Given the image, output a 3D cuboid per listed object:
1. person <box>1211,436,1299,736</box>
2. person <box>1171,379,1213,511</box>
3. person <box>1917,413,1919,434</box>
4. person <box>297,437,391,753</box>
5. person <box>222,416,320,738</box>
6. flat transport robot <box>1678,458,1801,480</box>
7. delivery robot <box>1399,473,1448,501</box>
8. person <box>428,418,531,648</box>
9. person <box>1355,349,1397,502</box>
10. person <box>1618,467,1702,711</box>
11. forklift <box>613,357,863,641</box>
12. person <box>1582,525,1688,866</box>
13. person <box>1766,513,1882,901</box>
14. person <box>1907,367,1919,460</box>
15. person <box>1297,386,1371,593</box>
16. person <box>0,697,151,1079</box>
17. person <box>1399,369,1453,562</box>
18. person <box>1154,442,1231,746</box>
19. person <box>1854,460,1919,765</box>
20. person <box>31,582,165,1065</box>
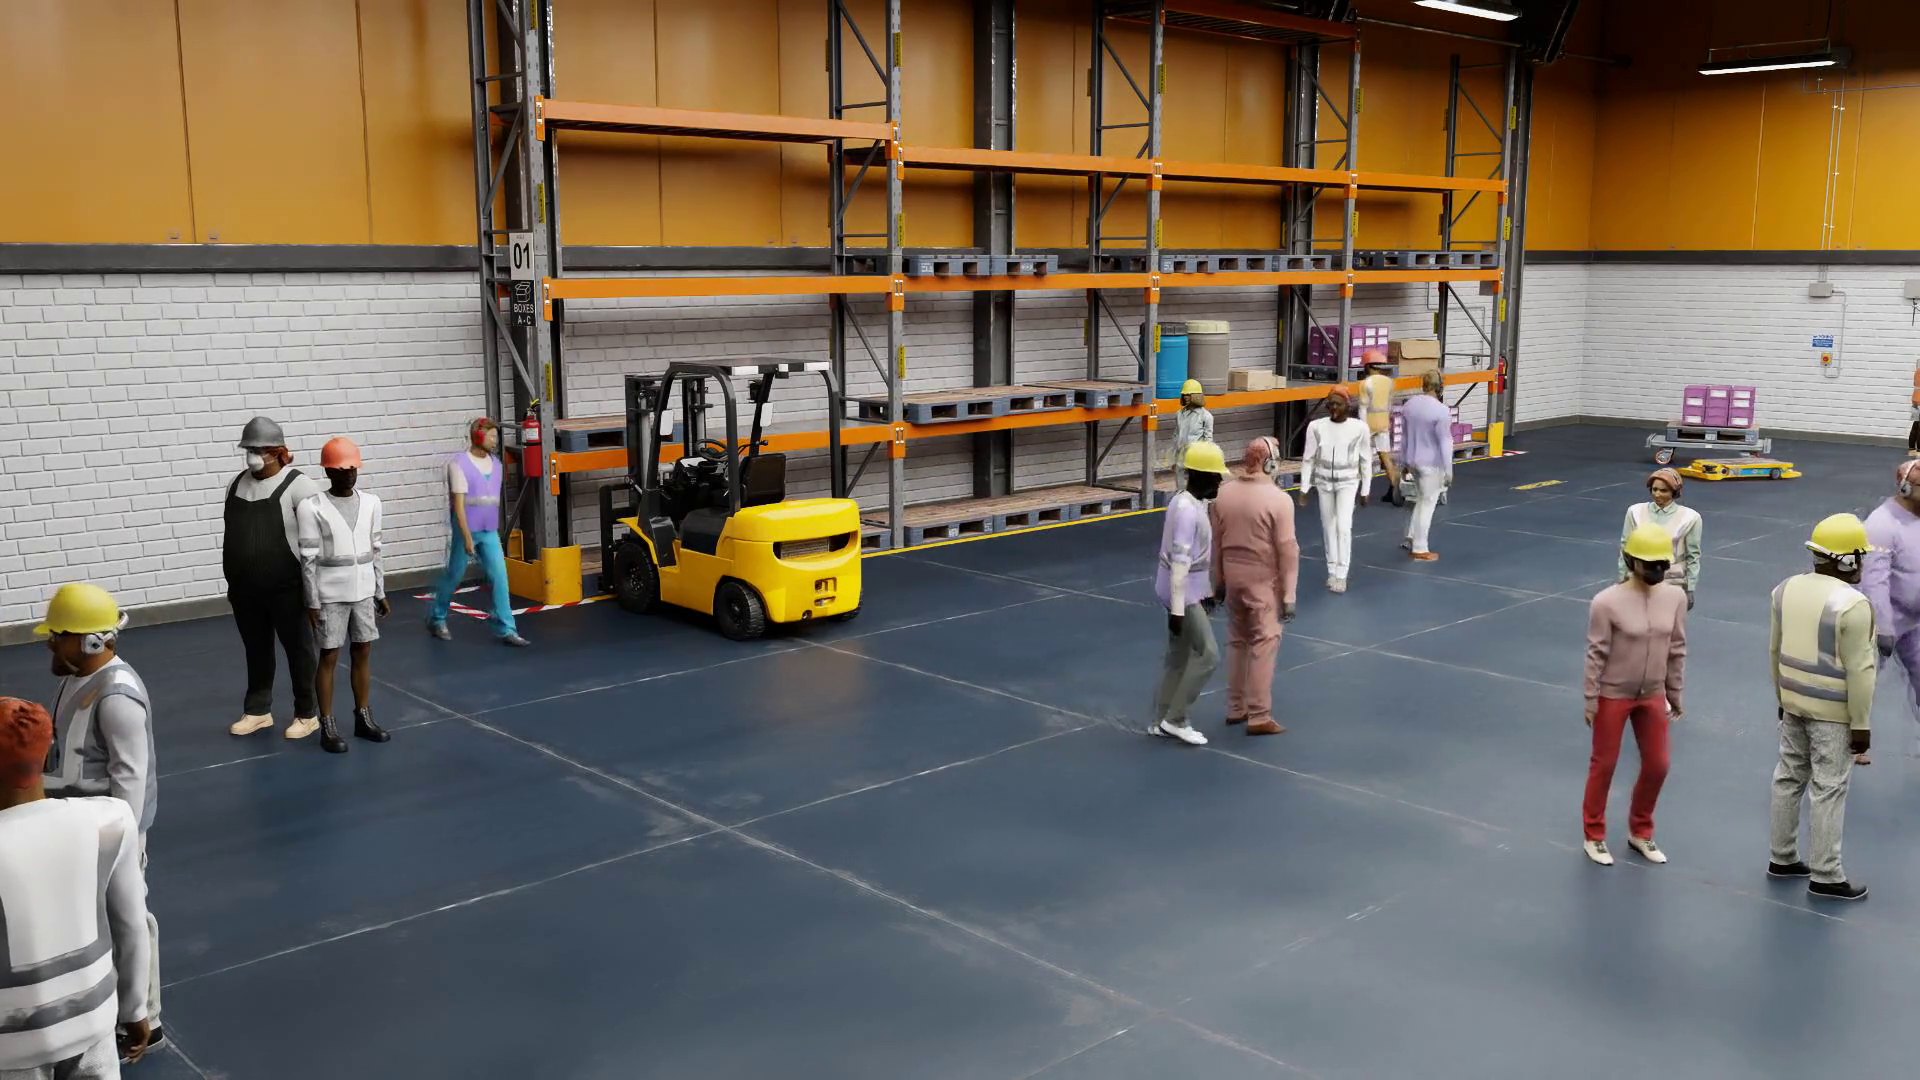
[{"bbox_3d":[1.909,0.282,10.635,0.403,1.907,0.652,-8,12,-38],"label":"person"},{"bbox_3d":[2.433,-0.824,17.570,0.484,1.745,0.297,9,13,43],"label":"person"},{"bbox_3d":[12.365,-1.484,20.945,0.391,1.913,0.587,-4,11,-24],"label":"person"},{"bbox_3d":[-3.779,0.327,10.263,0.371,1.939,0.543,8,13,40],"label":"person"},{"bbox_3d":[-4.364,0.239,10.479,0.683,2.000,0.538,2,10,13],"label":"person"},{"bbox_3d":[10.691,-0.982,22.800,1.431,0.197,0.652,-2,10,-11],"label":"flat transport robot"},{"bbox_3d":[5.624,-0.718,20.154,0.477,0.478,0.707,8,13,41],"label":"delivery robot"},{"bbox_3d":[-3.817,-0.067,13.027,1.002,1.791,0.600,6,12,32],"label":"person"},{"bbox_3d":[5.135,-1.424,20.667,0.554,1.899,0.954,-4,10,-21],"label":"person"},{"bbox_3d":[4.675,0.324,11.155,0.514,1.640,0.310,7,12,35],"label":"person"},{"bbox_3d":[-1.847,-0.414,13.852,1.214,2.155,2.313,-9,13,-42],"label":"forklift"},{"bbox_3d":[3.338,0.775,8.223,0.533,1.740,0.424,-2,10,-12],"label":"person"},{"bbox_3d":[4.113,0.782,7.905,0.403,1.835,0.588,-2,10,-13],"label":"person"},{"bbox_3d":[14.396,-2.037,24.811,0.317,1.696,0.539,1,10,7],"label":"person"},{"bbox_3d":[3.382,-0.452,15.070,0.590,1.851,0.781,5,11,28],"label":"person"},{"bbox_3d":[-2.478,1.339,4.494,0.346,1.883,0.584,7,12,36],"label":"person"},{"bbox_3d":[4.654,-0.731,16.513,0.456,1.918,0.662,-4,11,-23],"label":"person"},{"bbox_3d":[1.422,0.338,10.297,0.478,1.905,0.620,1,10,5],"label":"person"},{"bbox_3d":[5.534,0.466,9.681,0.681,1.855,0.982,-5,11,-25],"label":"person"},{"bbox_3d":[-3.251,1.060,6.280,0.404,1.833,0.590,-9,13,-42],"label":"person"}]
